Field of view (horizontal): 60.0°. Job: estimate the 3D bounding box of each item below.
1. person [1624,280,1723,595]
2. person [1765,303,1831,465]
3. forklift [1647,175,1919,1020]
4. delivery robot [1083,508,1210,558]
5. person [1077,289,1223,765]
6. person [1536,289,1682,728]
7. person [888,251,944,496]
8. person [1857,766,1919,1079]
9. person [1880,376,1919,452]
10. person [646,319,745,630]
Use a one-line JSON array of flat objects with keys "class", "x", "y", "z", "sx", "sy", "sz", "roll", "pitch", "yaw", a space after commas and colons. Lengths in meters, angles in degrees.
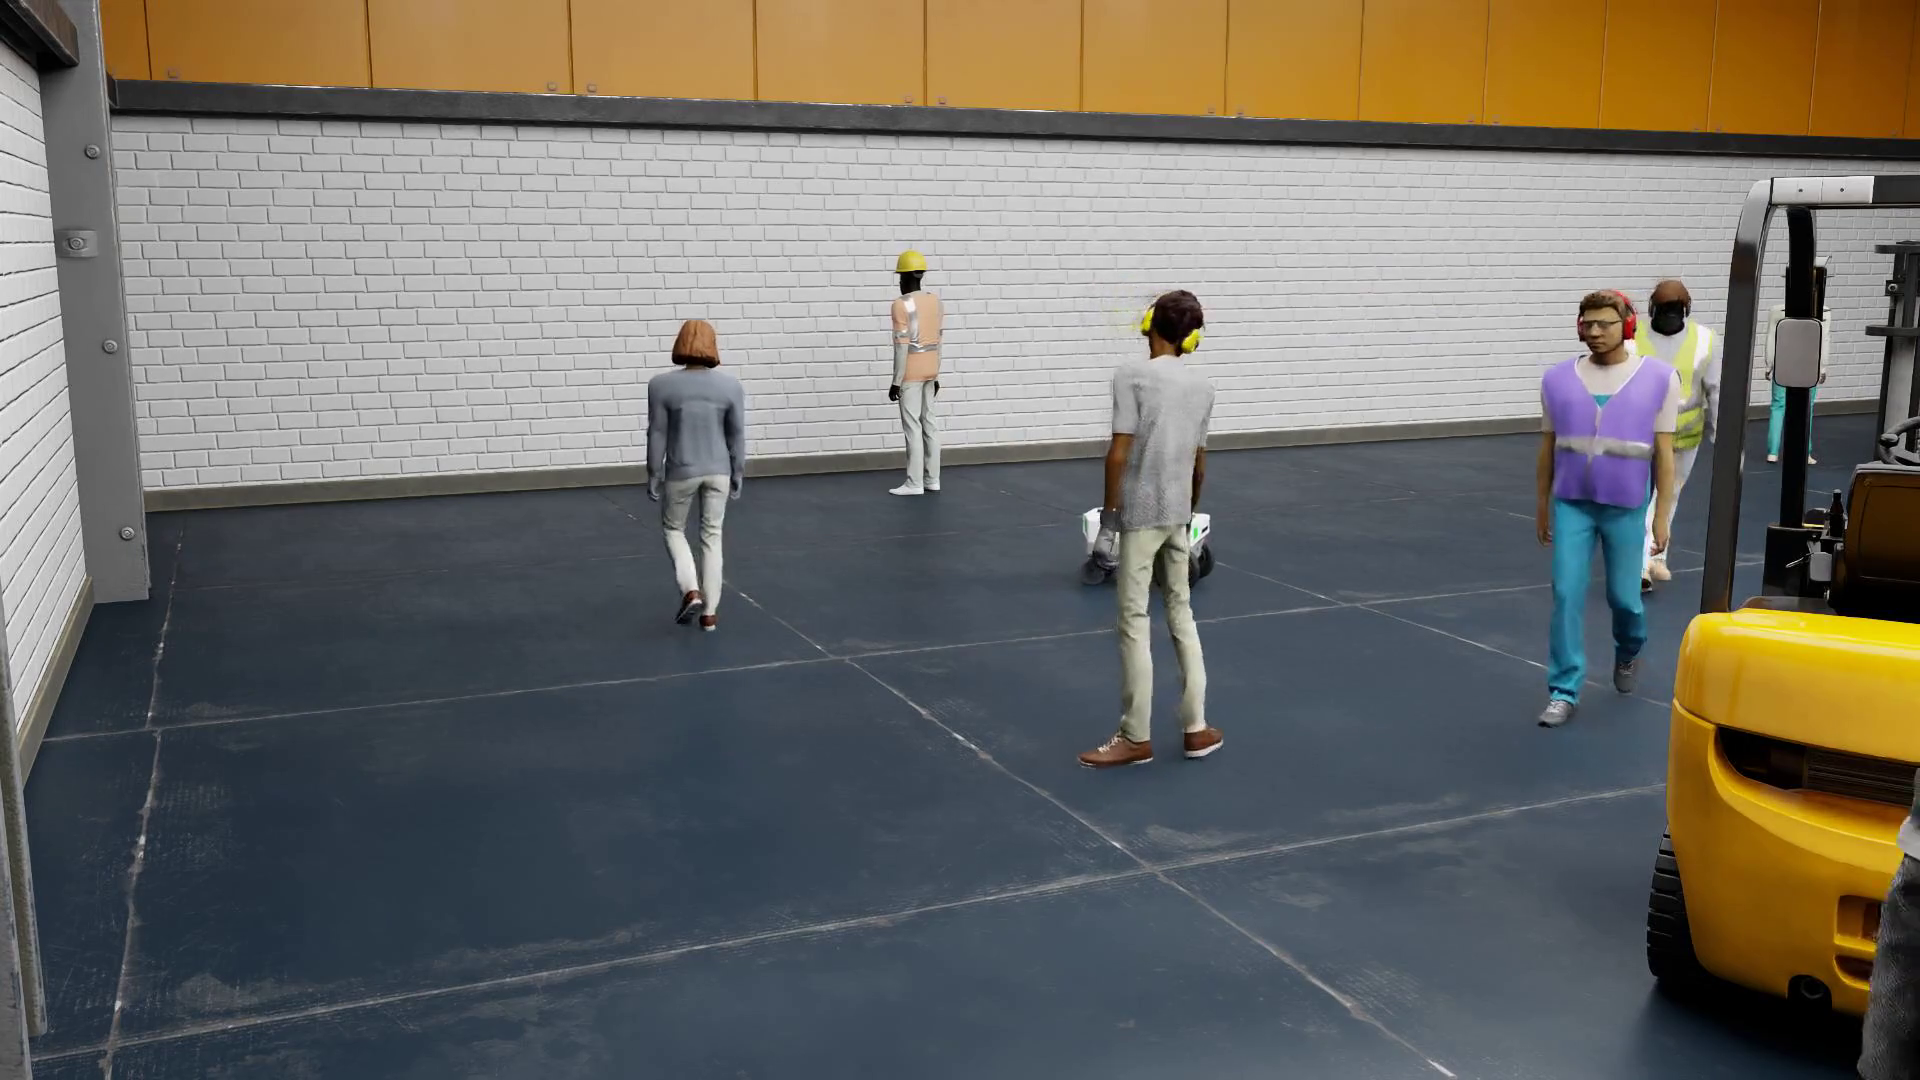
[{"class": "person", "x": 4.051, "y": -0.589, "z": 9.562, "sx": 0.645, "sy": 1.780, "sz": 0.976, "roll": 3, "pitch": 11, "yaw": 16}, {"class": "person", "x": 7.495, "y": -1.552, "z": 14.913, "sx": 0.527, "sy": 1.767, "sz": 0.331, "roll": 9, "pitch": 14, "yaw": 40}, {"class": "forklift", "x": 2.810, "y": 0.094, "z": 4.662, "sx": 1.214, "sy": 2.155, "sz": 2.313, "roll": 7, "pitch": 12, "yaw": 34}, {"class": "delivery robot", "x": 1.085, "y": -0.052, "z": 9.726, "sx": 0.707, "sy": 0.478, "sz": 0.477, "roll": 4, "pitch": 11, "yaw": 20}, {"class": "person", "x": 0.744, "y": -0.035, "z": 6.406, "sx": 0.654, "sy": 1.832, "sz": 0.340, "roll": -8, "pitch": 13, "yaw": -38}, {"class": "person", "x": 2.720, "y": -0.146, "z": 7.018, "sx": 0.580, "sy": 1.822, "sz": 0.725, "roll": 7, "pitch": 12, "yaw": 33}, {"class": "person", "x": -0.367, "y": -1.308, "z": 13.122, "sx": 0.380, "sy": 1.924, "sz": 0.593, "roll": 7, "pitch": 12, "yaw": 34}, {"class": "person", "x": 1.402, "y": 0.720, "z": 2.045, "sx": 0.512, "sy": 1.888, "sz": 0.581, "roll": -8, "pitch": 13, "yaw": -39}, {"class": "person", "x": 7.956, "y": -1.456, "z": 13.855, "sx": 0.433, "sy": 1.954, "sz": 0.659, "roll": 1, "pitch": 10, "yaw": 3}, {"class": "person", "x": -1.365, "y": -0.331, "z": 8.594, "sx": 0.521, "sy": 1.615, "sz": 0.358, "roll": -4, "pitch": 11, "yaw": -19}]
